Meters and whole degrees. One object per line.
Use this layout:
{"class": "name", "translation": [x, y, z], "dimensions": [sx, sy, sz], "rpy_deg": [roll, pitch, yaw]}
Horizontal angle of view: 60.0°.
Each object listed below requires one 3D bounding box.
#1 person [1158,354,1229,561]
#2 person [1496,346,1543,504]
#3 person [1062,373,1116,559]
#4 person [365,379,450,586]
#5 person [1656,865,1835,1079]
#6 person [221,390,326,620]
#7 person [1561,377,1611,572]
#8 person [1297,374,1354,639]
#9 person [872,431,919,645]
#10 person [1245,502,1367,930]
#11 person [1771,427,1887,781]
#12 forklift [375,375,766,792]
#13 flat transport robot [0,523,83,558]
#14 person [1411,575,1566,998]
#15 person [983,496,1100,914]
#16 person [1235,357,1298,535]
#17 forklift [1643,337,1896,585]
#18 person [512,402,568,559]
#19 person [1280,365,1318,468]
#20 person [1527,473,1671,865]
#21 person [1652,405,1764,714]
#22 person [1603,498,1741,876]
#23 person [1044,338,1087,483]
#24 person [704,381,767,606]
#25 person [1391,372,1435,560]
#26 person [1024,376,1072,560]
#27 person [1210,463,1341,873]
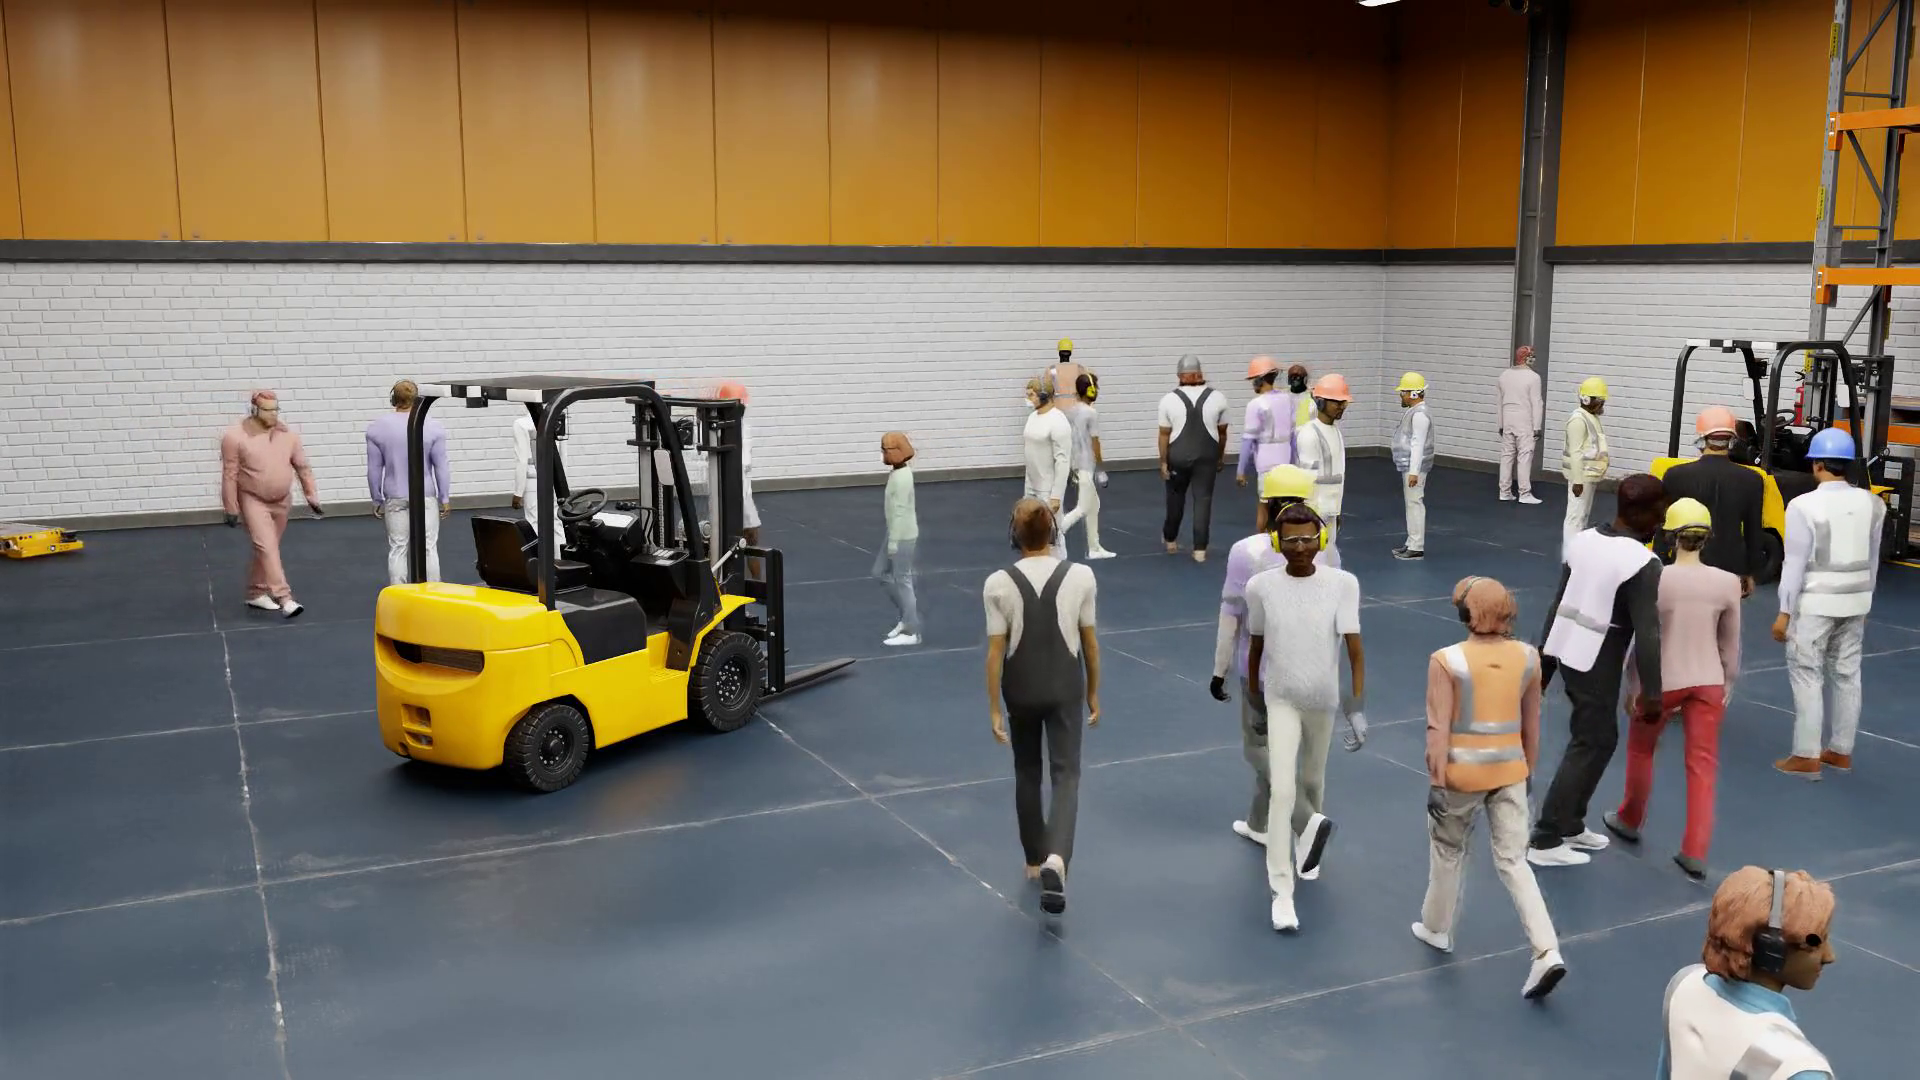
{"class": "person", "translation": [2.269, -0.849, 16.351], "dimensions": [0.699, 2.000, 1.001], "rpy_deg": [0, 9, -1]}
{"class": "person", "translation": [6.798, -1.393, 20.138], "dimensions": [0.402, 1.911, 0.639], "rpy_deg": [-5, 10, -29]}
{"class": "person", "translation": [1.136, -0.691, 16.011], "dimensions": [0.835, 1.842, 0.521], "rpy_deg": [-3, 10, -21]}
{"class": "person", "translation": [-4.438, -0.328, 13.436], "dimensions": [0.637, 1.936, 0.355], "rpy_deg": [-1, 9, -8]}
{"class": "person", "translation": [1.554, 1.449, 3.347], "dimensions": [0.314, 1.636, 0.516], "rpy_deg": [-1, 9, -5]}
{"class": "person", "translation": [-5.557, -0.289, 13.461], "dimensions": [1.005, 1.842, 0.667], "rpy_deg": [6, 11, 35]}
{"class": "person", "translation": [5.810, -0.599, 15.445], "dimensions": [0.403, 1.830, 0.601], "rpy_deg": [6, 11, 32]}
{"class": "person", "translation": [2.745, -0.228, 12.498], "dimensions": [0.392, 2.039, 0.614], "rpy_deg": [6, 11, 31]}
{"class": "person", "translation": [-0.480, -0.008, 12.414], "dimensions": [0.367, 1.616, 0.536], "rpy_deg": [-1, 9, -6]}
{"class": "person", "translation": [1.508, 0.717, 7.357], "dimensions": [0.505, 1.821, 1.001], "rpy_deg": [1, 9, 6]}
{"class": "person", "translation": [4.785, 0.352, 9.200], "dimensions": [0.614, 1.947, 0.412], "rpy_deg": [-2, 9, -13]}
{"class": "forklift", "translation": [-2.268, 0.149, 9.685], "dimensions": [1.214, 2.155, 2.313], "rpy_deg": [6, 11, 32]}
{"class": "flat transport robot", "translation": [-9.547, -0.013, 16.640], "dimensions": [1.431, 0.197, 0.652], "rpy_deg": [5, 10, 26]}
{"class": "person", "translation": [2.096, 0.951, 6.564], "dimensions": [0.529, 1.602, 0.817], "rpy_deg": [-2, 9, -13]}
{"class": "person", "translation": [0.365, 0.718, 7.342], "dimensions": [0.535, 1.817, 0.807], "rpy_deg": [0, 9, 3]}
{"class": "person", "translation": [2.818, -0.717, 15.659], "dimensions": [0.630, 1.994, 0.963], "rpy_deg": [-8, 12, -41]}
{"class": "forklift", "translation": [7.551, -0.789, 15.507], "dimensions": [2.313, 2.155, 1.214], "rpy_deg": [-4, 10, -25]}
{"class": "person", "translation": [-3.635, -0.454, 14.395], "dimensions": [0.356, 1.883, 0.573], "rpy_deg": [6, 11, 33]}
{"class": "person", "translation": [3.713, -1.019, 18.172], "dimensions": [0.626, 1.800, 0.953], "rpy_deg": [4, 10, 22]}
{"class": "person", "translation": [2.958, 0.617, 7.759], "dimensions": [0.598, 1.874, 0.609], "rpy_deg": [-1, 9, -8]}
{"class": "person", "translation": [4.581, 0.164, 10.235], "dimensions": [0.648, 1.981, 0.456], "rpy_deg": [2, 9, 10]}
{"class": "person", "translation": [3.389, 0.661, 7.919], "dimensions": [0.559, 1.732, 0.797], "rpy_deg": [0, 9, 1]}
{"class": "person", "translation": [1.386, -1.699, 21.972], "dimensions": [0.586, 1.928, 0.369], "rpy_deg": [-2, 9, -10]}
{"class": "person", "translation": [-1.963, -0.412, 14.121], "dimensions": [1.013, 1.893, 0.556], "rpy_deg": [8, 12, 41]}
{"class": "person", "translation": [4.409, -0.720, 16.231], "dimensions": [0.403, 1.826, 0.595], "rpy_deg": [2, 9, 10]}
{"class": "person", "translation": [0.706, -0.409, 13.954], "dimensions": [0.371, 1.935, 0.627], "rpy_deg": [-4, 10, -23]}
{"class": "person", "translation": [1.539, 0.595, 7.847], "dimensions": [0.600, 1.895, 0.771], "rpy_deg": [-4, 10, -23]}
